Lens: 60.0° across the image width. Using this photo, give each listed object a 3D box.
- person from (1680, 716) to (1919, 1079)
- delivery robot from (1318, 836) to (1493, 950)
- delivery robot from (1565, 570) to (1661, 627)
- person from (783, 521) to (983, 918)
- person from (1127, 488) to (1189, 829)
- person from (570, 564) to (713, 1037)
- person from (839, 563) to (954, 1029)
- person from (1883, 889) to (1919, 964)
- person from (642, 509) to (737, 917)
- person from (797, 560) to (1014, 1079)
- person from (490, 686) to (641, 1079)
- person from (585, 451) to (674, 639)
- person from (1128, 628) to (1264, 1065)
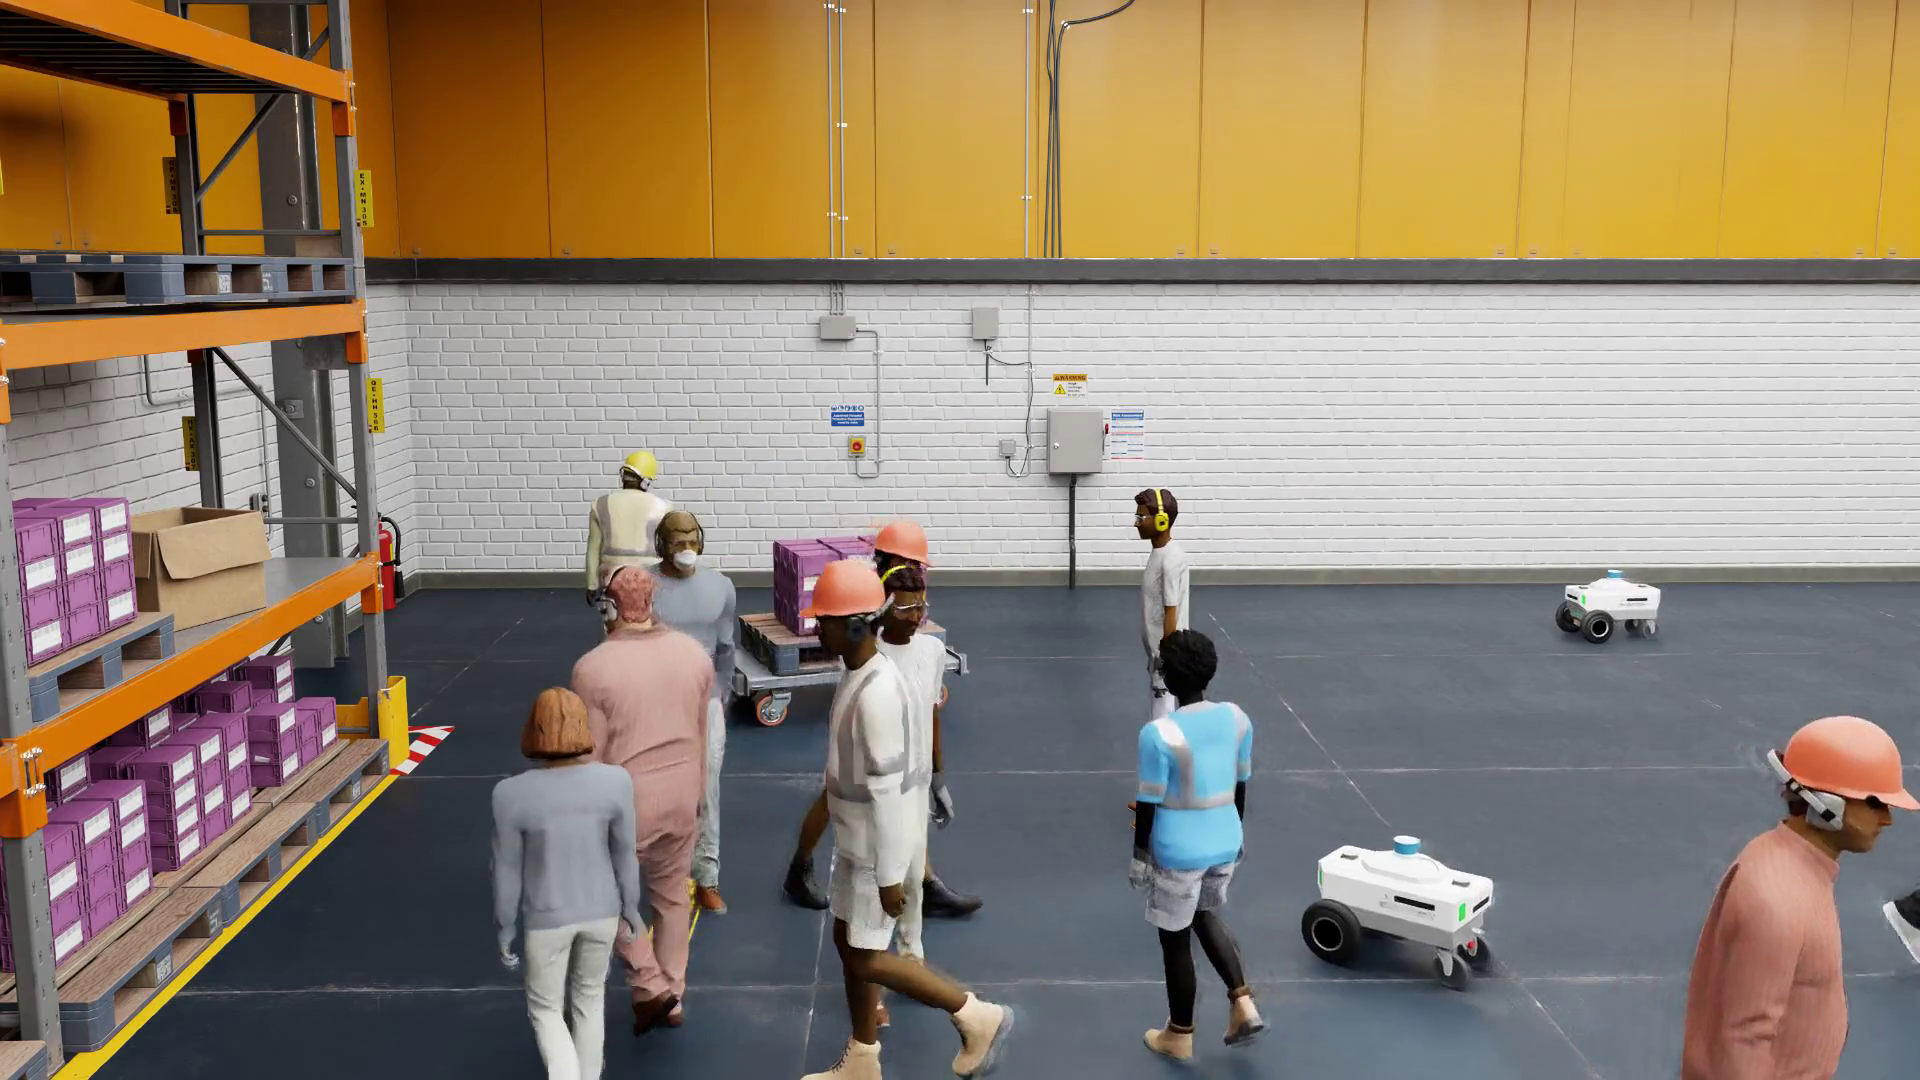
[{"bbox_3d":[2.052,1.390,4.128,0.561,1.969,0.613,4,10,24],"label":"person"},{"bbox_3d":[1.938,1.537,7.260,0.707,0.478,0.477,7,12,38],"label":"delivery robot"},{"bbox_3d":[5.367,0.490,13.674,0.707,0.478,0.477,-1,9,-7],"label":"delivery robot"},{"bbox_3d":[-0.422,0.846,7.789,0.997,1.873,0.650,4,10,25],"label":"person"},{"bbox_3d":[1.086,0.639,9.067,0.315,1.860,0.509,0,9,0],"label":"person"},{"bbox_3d":[-1.241,1.036,6.544,0.649,1.888,0.461,-8,13,-42],"label":"person"},{"bbox_3d":[-0.251,1.017,6.734,0.508,1.864,0.329,-7,11,-35],"label":"person"},{"bbox_3d":[4.168,0.984,6.810,0.598,1.902,0.550,-7,12,-38],"label":"person"},{"bbox_3d":[-1.387,0.781,8.058,0.636,1.914,0.900,-5,10,-27],"label":"person"},{"bbox_3d":[-0.224,1.064,5.982,0.697,2.025,0.617,-1,9,-8],"label":"person"},{"bbox_3d":[-1.314,1.319,5.673,0.515,1.613,0.610,-4,10,-25],"label":"person"},{"bbox_3d":[-2.277,0.270,11.606,0.615,1.773,0.842,0,9,-1],"label":"person"},{"bbox_3d":[0.892,1.175,6.306,0.551,1.680,0.385,-7,12,-37],"label":"person"}]
